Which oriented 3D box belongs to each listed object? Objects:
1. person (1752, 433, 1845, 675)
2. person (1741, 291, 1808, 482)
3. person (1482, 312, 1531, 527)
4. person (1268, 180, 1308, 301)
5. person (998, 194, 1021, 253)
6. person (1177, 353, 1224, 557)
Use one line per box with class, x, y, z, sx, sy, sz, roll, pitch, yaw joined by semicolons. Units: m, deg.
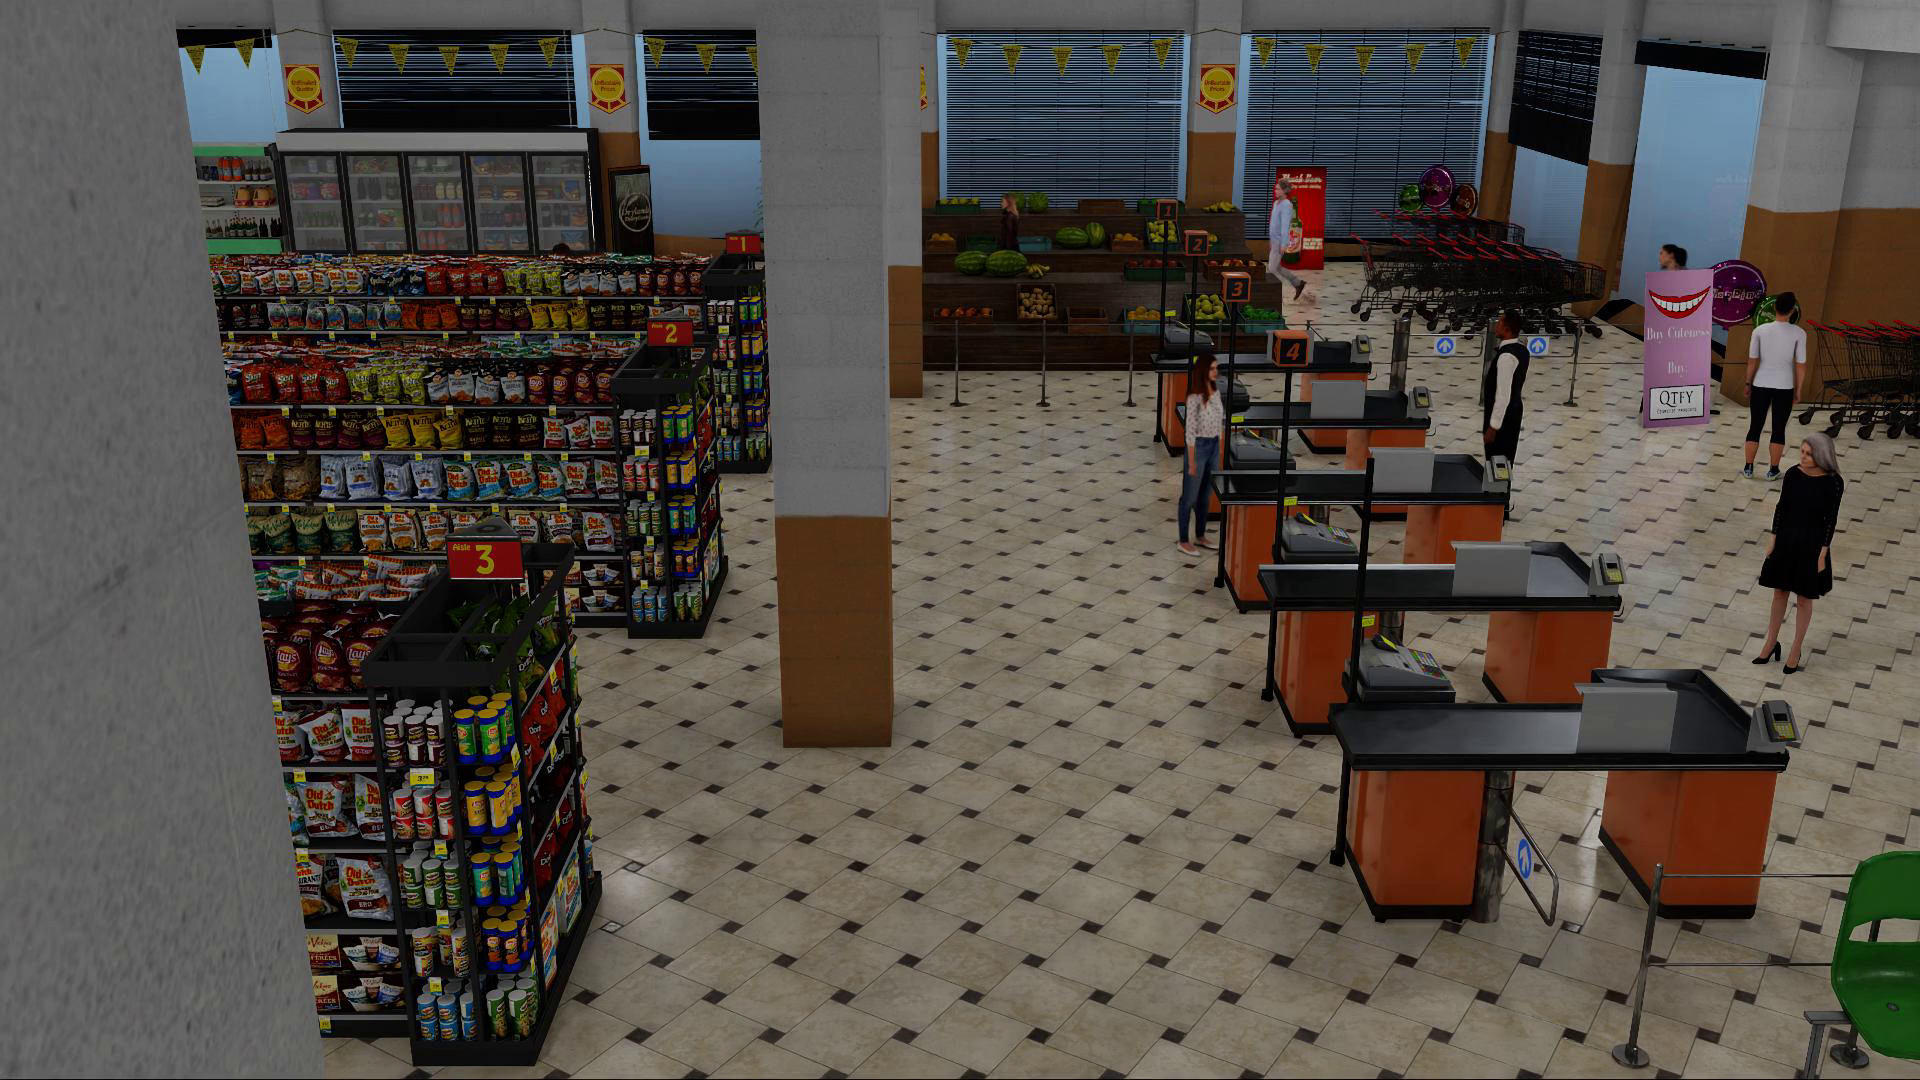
person;5.885;0.084;11.660;0.737;1.748;0.700;-13;23;-34
person;7.918;-1.498;16.190;0.708;1.851;0.817;12;22;32
person;4.852;-1.086;14.863;0.780;1.919;0.783;11;22;30
person;4.837;-4.417;24.813;1.098;1.873;0.745;-3;19;-8
person;0.785;-4.282;24.685;0.631;1.698;0.667;3;19;8
person;2.045;-0.737;14.123;0.625;1.729;0.696;-16;25;-40
